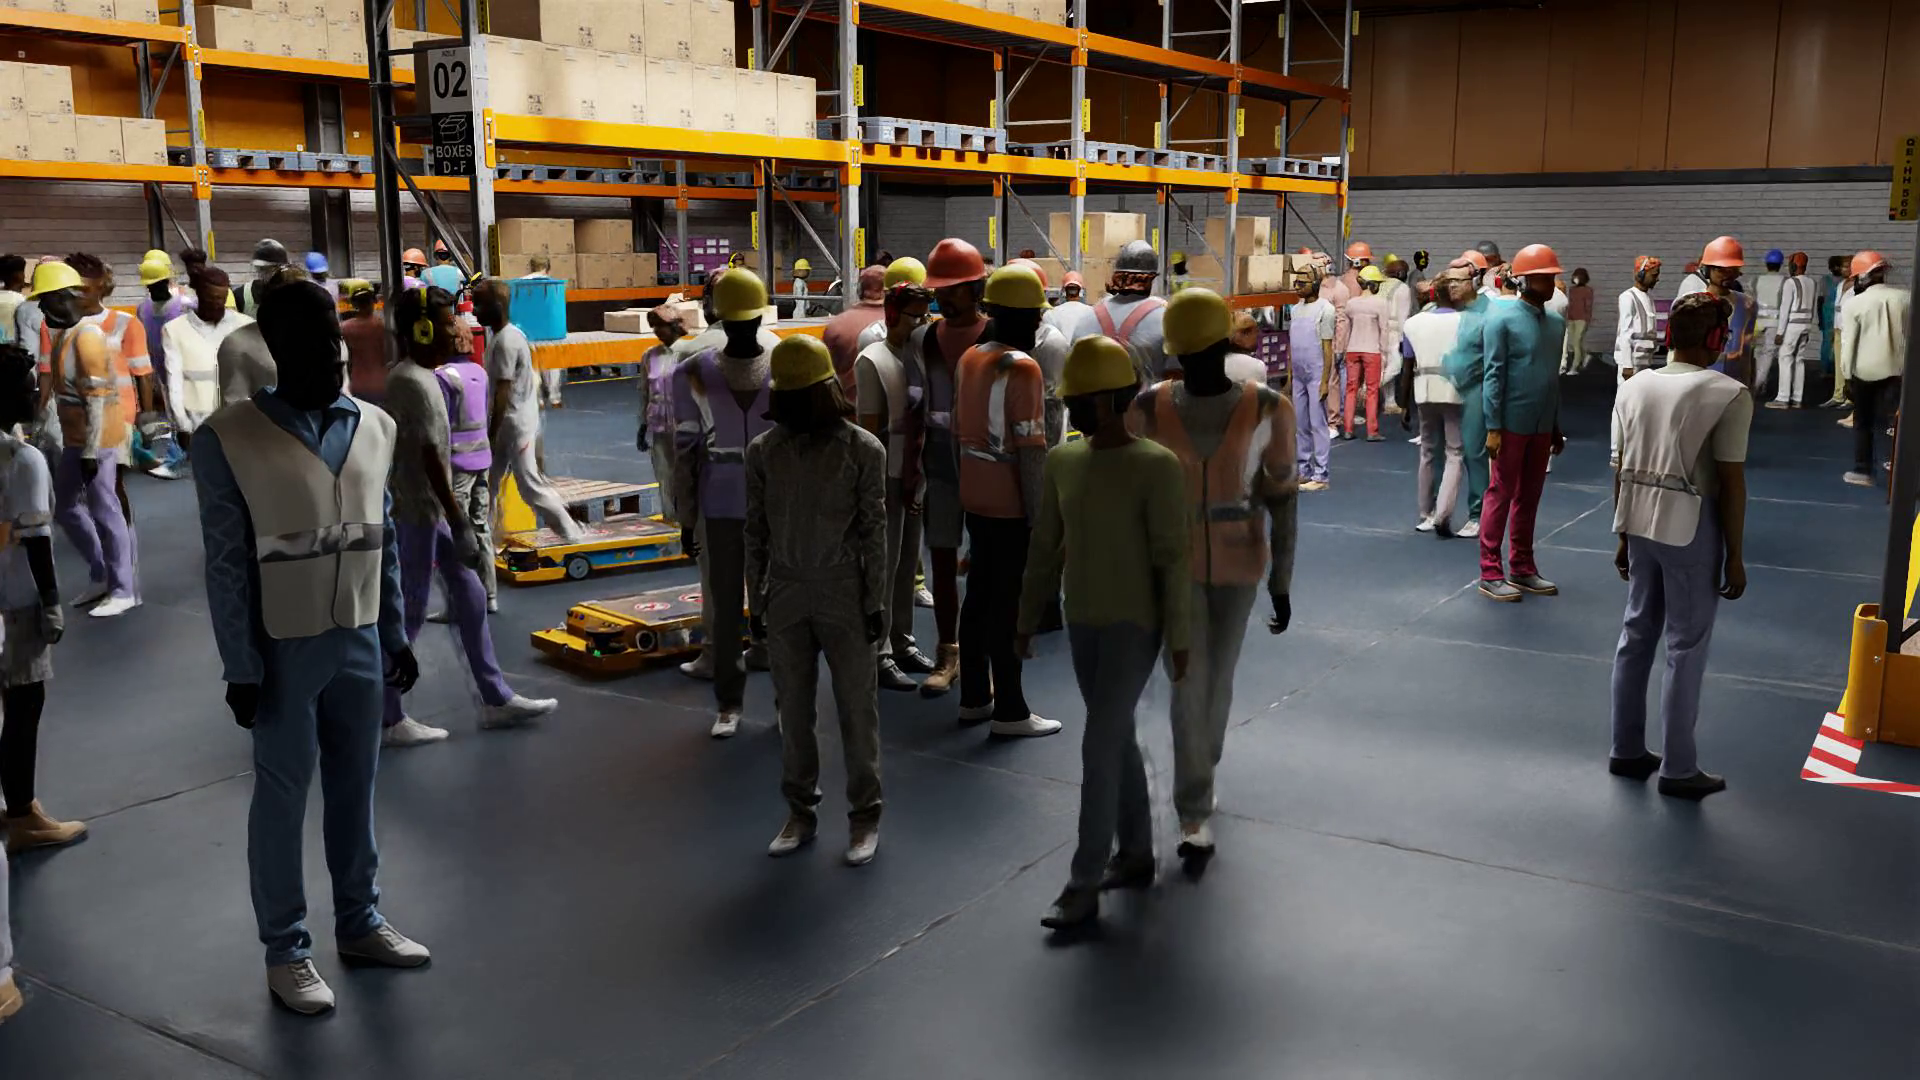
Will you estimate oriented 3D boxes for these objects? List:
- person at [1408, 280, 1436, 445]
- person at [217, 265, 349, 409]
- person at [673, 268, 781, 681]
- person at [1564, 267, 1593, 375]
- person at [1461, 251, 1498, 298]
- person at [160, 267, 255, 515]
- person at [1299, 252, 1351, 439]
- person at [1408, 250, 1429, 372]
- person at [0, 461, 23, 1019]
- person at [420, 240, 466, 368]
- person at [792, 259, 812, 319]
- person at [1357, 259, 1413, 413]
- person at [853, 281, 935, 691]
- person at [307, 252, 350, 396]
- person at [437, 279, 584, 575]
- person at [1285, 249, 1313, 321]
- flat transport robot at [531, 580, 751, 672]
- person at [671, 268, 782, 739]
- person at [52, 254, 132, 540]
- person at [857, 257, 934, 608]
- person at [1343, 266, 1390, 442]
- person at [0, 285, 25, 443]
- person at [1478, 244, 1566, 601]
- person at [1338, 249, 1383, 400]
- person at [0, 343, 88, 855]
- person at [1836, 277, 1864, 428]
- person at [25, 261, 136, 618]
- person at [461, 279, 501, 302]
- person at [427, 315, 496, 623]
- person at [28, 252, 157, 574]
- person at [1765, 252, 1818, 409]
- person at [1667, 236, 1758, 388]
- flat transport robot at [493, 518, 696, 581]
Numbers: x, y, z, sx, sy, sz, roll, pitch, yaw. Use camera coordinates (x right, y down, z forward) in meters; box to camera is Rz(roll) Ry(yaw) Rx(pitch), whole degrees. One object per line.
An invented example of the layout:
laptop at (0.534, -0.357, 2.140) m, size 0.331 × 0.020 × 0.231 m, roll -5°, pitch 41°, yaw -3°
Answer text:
person at (4.629, -1.749, 16.456) m, size 0.355 × 1.632 × 0.534 m, roll 0°, pitch 10°, yaw 3°
person at (-3.296, -0.399, 8.245) m, size 0.636 × 1.886 × 0.961 m, roll -7°, pitch 12°, yaw -32°
person at (-1.063, -0.300, 7.709) m, size 0.399 × 1.897 × 0.652 m, roll 9°, pitch 14°, yaw 42°
person at (9.318, -3.287, 24.998) m, size 0.493 × 1.618 × 0.520 m, roll -4°, pitch 11°, yaw -21°
person at (4.705, -1.684, 15.300) m, size 0.392 × 1.928 × 0.544 m, roll -2°, pitch 10°, yaw -12°
person at (-4.635, -0.769, 10.414) m, size 0.605 × 1.846 × 0.997 m, roll -7°, pitch 12°, yaw -33°
person at (3.673, -1.982, 17.025) m, size 0.395 × 1.899 × 0.642 m, roll -8°, pitch 13°, yaw -37°
person at (7.025, -3.497, 25.519) m, size 0.341 × 1.866 × 0.516 m, roll 0°, pitch 10°, yaw -2°
person at (-2.658, 0.292, 4.011) m, size 0.698 × 2.000 × 0.626 m, roll 1°, pitch 10°, yaw 5°
person at (-6.360, -2.711, 20.646) m, size 0.615 × 2.041 × 0.387 m, roll -3°, pitch 11°, yaw -17°
person at (-2.327, -3.279, 24.626) m, size 0.295 × 1.744 × 0.491 m, roll -1°, pitch 10°, yaw -8°
person at (4.892, -2.343, 19.278) m, size 0.718 × 1.814 × 0.648 m, roll -3°, pitch 11°, yaw -18°
person at (-0.288, -0.255, 7.606) m, size 0.390 × 1.838 × 0.563 m, roll 5°, pitch 11°, yaw 25°
person at (-7.131, -2.297, 18.805) m, size 0.777 × 1.884 × 0.676 m, roll 5°, pitch 11°, yaw 26°
person at (-2.642, -0.652, 9.931) m, size 0.882 × 1.812 × 0.499 m, roll -5°, pitch 11°, yaw -26°
person at (5.474, -3.689, 26.505) m, size 0.567 × 1.892 × 0.934 m, roll 3°, pitch 11°, yaw 14°
flat transport robot at (-1.352, 0.394, 8.353) m, size 1.431 × 0.197 × 0.652 m, roll -9°, pitch 14°, yaw -42°
person at (-0.860, -0.135, 6.741) m, size 0.589 × 1.913 × 0.399 m, roll -1°, pitch 10°, yaw -6°
person at (-5.843, -0.930, 11.092) m, size 0.358 × 1.932 × 0.627 m, roll -10°, pitch 14°, yaw -44°
person at (-0.293, -0.553, 9.000) m, size 0.364 × 1.928 × 0.594 m, roll 9°, pitch 14°, yaw 41°
person at (4.081, -1.868, 16.751) m, size 0.526 × 1.765 × 0.329 m, roll 9°, pitch 14°, yaw 41°
person at (-8.568, -1.598, 14.666) m, size 0.433 × 1.980 × 0.691 m, roll 0°, pitch 10°, yaw -1°
person at (3.197, -0.658, 9.406) m, size 0.618 × 1.994 × 0.390 m, roll -7°, pitch 12°, yaw -32°
person at (5.000, -2.710, 20.916) m, size 0.621 × 1.943 × 0.614 m, roll 4°, pitch 11°, yaw 20°
person at (-3.186, 0.195, 5.541) m, size 0.538 × 1.687 × 0.328 m, roll 7°, pitch 12°, yaw 32°
person at (9.766, -2.057, 18.015) m, size 0.319 × 1.689 × 0.529 m, roll 3°, pitch 11°, yaw 17°
person at (-4.726, -0.537, 8.979) m, size 0.424 × 1.903 × 0.691 m, roll -9°, pitch 14°, yaw -41°
person at (-5.445, -2.368, 19.187) m, size 0.584 × 1.882 × 0.345 m, roll 3°, pitch 11°, yaw 14°
person at (-2.659, -0.380, 8.872) m, size 0.320 × 1.631 × 0.527 m, roll 2°, pitch 10°, yaw 12°
person at (-5.167, -0.716, 9.848) m, size 0.618 × 1.941 × 0.686 m, roll 0°, pitch 10°, yaw 2°
person at (10.050, -2.518, 20.045) m, size 0.586 × 1.879 × 0.374 m, roll -6°, pitch 12°, yaw -31°
person at (5.028, -0.992, 11.120) m, size 0.611 × 2.042 × 0.396 m, roll -1°, pitch 10°, yaw -8°
flat transport robot at (-2.193, 0.039, 10.321) m, size 1.431 × 0.197 × 0.652 m, roll -7°, pitch 13°, yaw -35°
